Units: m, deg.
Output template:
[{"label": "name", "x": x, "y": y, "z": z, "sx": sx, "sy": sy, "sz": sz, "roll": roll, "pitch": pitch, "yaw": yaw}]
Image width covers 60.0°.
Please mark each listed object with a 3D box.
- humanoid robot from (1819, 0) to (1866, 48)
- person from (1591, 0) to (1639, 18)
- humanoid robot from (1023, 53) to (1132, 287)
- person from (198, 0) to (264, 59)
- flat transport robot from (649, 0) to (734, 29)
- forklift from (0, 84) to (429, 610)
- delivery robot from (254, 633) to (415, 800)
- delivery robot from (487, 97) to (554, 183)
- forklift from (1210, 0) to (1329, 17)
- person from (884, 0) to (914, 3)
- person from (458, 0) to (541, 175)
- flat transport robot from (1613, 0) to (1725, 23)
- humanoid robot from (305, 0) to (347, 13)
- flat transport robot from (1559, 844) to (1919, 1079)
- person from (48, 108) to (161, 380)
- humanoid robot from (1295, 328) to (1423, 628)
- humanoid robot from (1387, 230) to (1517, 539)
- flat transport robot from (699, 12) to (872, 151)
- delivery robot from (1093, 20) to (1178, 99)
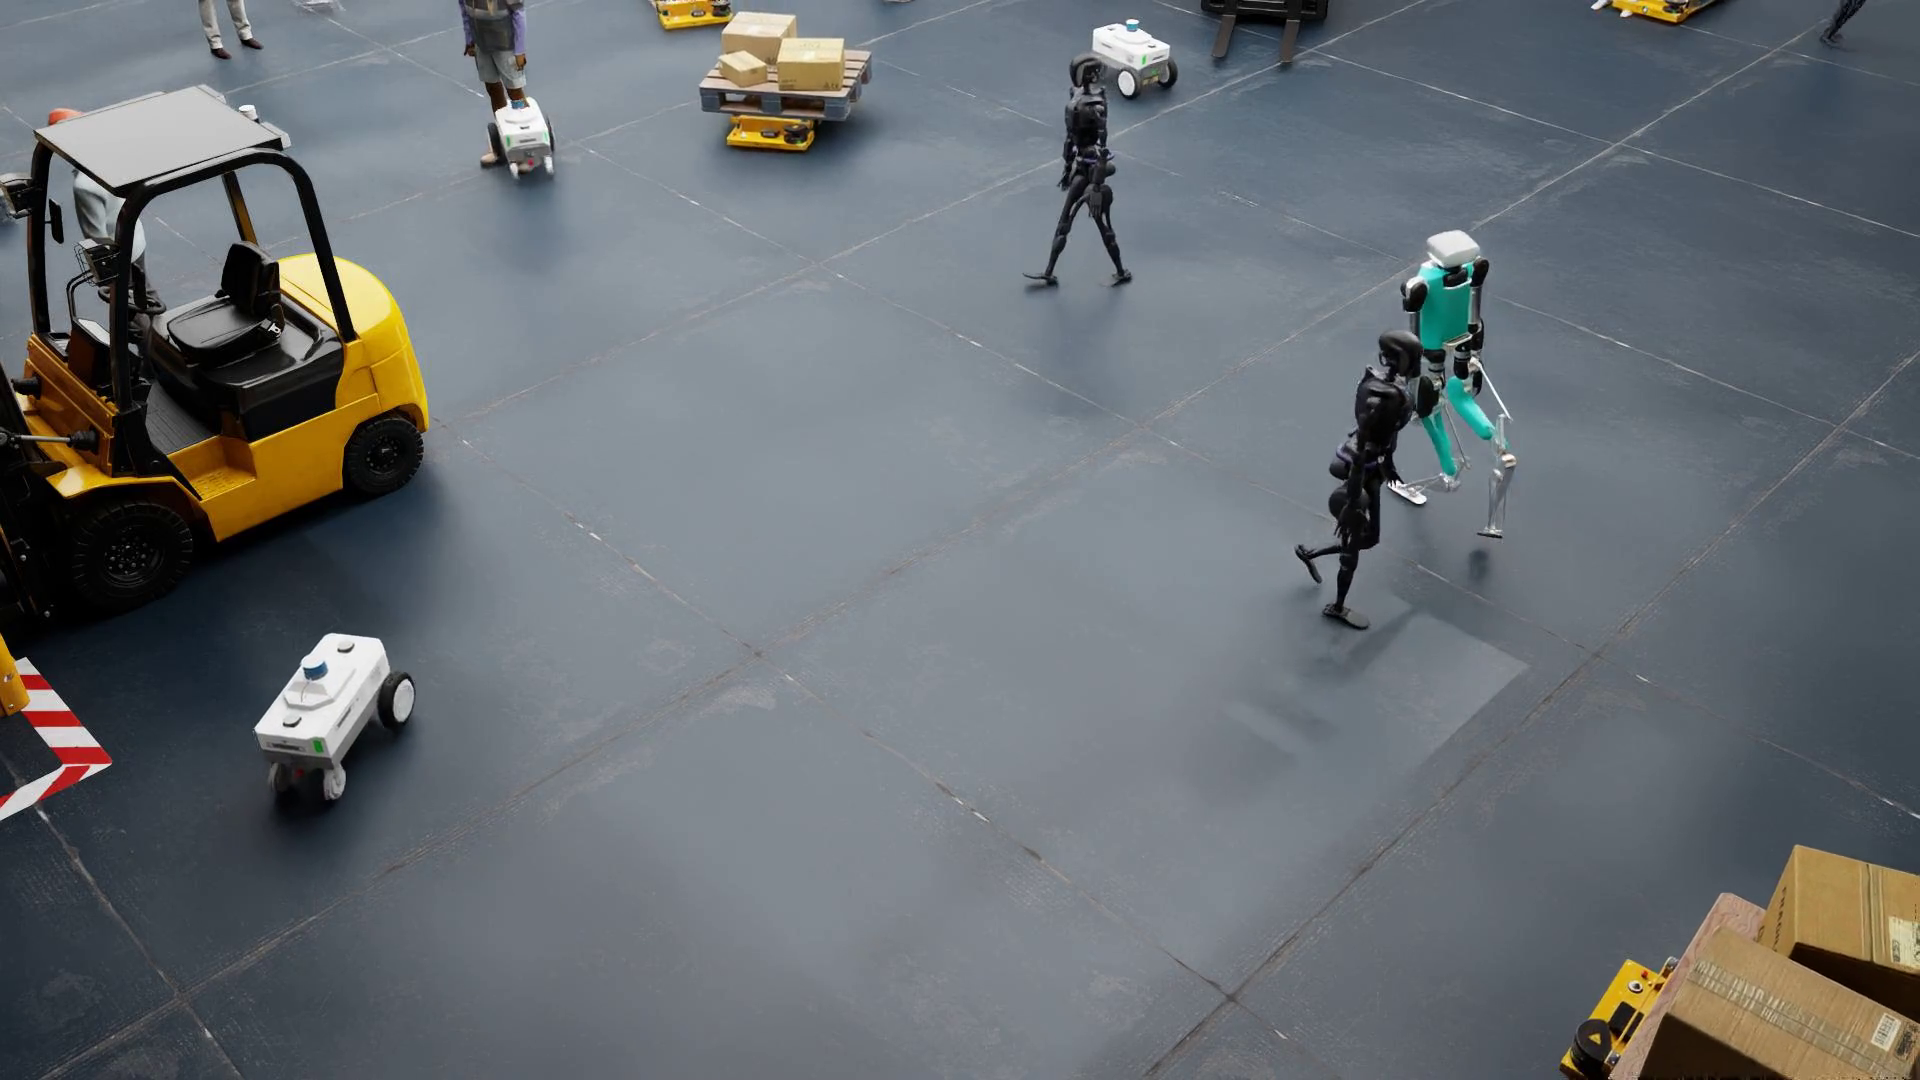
[{"label": "humanoid robot", "x": 8.138, "y": -5.263, "z": 14.890, "sx": 0.588, "sy": 1.649, "sz": 0.363, "roll": -15, "pitch": 39, "yaw": -19}, {"label": "person", "x": 6.300, "y": -5.738, "z": 15.540, "sx": 0.518, "sy": 1.632, "sz": 0.313, "roll": 31, "pitch": 47, "yaw": 34}, {"label": "humanoid robot", "x": 0.835, "y": -2.428, "z": 11.098, "sx": 0.750, "sy": 1.628, "sz": 0.611, "roll": -12, "pitch": 38, "yaw": -16}, {"label": "person", "x": -6.599, "y": -5.164, "z": 14.655, "sx": 0.388, "sy": 1.776, "sz": 0.539, "roll": 27, "pitch": 44, "yaw": 31}, {"label": "flat transport robot", "x": -2.667, "y": -5.275, "z": 16.057, "sx": 0.659, "sy": 0.231, "sz": 1.431, "roll": -12, "pitch": 38, "yaw": -15}, {"label": "forklift", "x": -4.145, "y": -1.093, "z": 8.856, "sx": 2.313, "sy": 2.155, "sz": 1.214, "roll": -31, "pitch": 47, "yaw": -34}, {"label": "delivery robot", "x": -2.932, "y": 0.780, "z": 7.705, "sx": 0.499, "sy": 0.583, "sz": 0.765, "roll": 6, "pitch": 37, "yaw": 8}, {"label": "delivery robot", "x": -3.422, "y": -3.180, "z": 13.008, "sx": 0.499, "sy": 0.587, "sz": 0.777, "roll": -12, "pitch": 39, "yaw": -16}, {"label": "forklift", "x": 3.106, "y": -6.400, "z": 15.960, "sx": 1.214, "sy": 2.155, "sz": 2.313, "roll": 8, "pitch": 37, "yaw": 10}, {"label": "person", "x": -0.676, "y": -6.113, "z": 15.786, "sx": 0.372, "sy": 1.940, "sz": 0.626, "roll": -14, "pitch": 39, "yaw": -18}, {"label": "person", "x": -3.536, "y": -3.777, "z": 12.573, "sx": 0.614, "sy": 2.041, "sz": 0.374, "roll": 21, "pitch": 42, "yaw": 26}, {"label": "flat transport robot", "x": 7.010, "y": -5.354, "z": 16.164, "sx": 1.431, "sy": 0.231, "sz": 0.659, "roll": -30, "pitch": 46, "yaw": -34}, {"label": "humanoid robot", "x": -6.153, "y": -5.810, "z": 15.573, "sx": 0.801, "sy": 1.797, "sz": 0.557, "roll": -14, "pitch": 39, "yaw": -18}, {"label": "flat transport robot", "x": 3.047, "y": 2.110, "z": 6.172, "sx": 1.431, "sy": 0.231, "sz": 0.659, "roll": 27, "pitch": 44, "yaw": 31}, {"label": "person", "x": -5.190, "y": -1.805, "z": 10.184, "sx": 0.350, "sy": 1.739, "sz": 0.568, "roll": -4, "pitch": 37, "yaw": -5}, {"label": "humanoid robot", "x": 1.941, "y": -0.331, "z": 8.265, "sx": 0.510, "sy": 1.642, "sz": 0.606, "roll": 20, "pitch": 41, "yaw": 25}, {"label": "humanoid robot", "x": 2.686, "y": -0.678, "z": 8.725, "sx": 0.574, "sy": 1.759, "sz": 1.049, "roll": -20, "pitch": 41, "yaw": -24}, {"label": "flat transport robot", "x": -1.419, "y": -3.613, "z": 13.833, "sx": 0.659, "sy": 0.231, "sz": 1.431, "roll": 6, "pitch": 37, "yaw": 8}, {"label": "delivery robot", "x": 1.501, "y": -4.162, "z": 14.345, "sx": 0.525, "sy": 0.613, "sz": 0.785, "roll": -25, "pitch": 43, "yaw": -29}]
